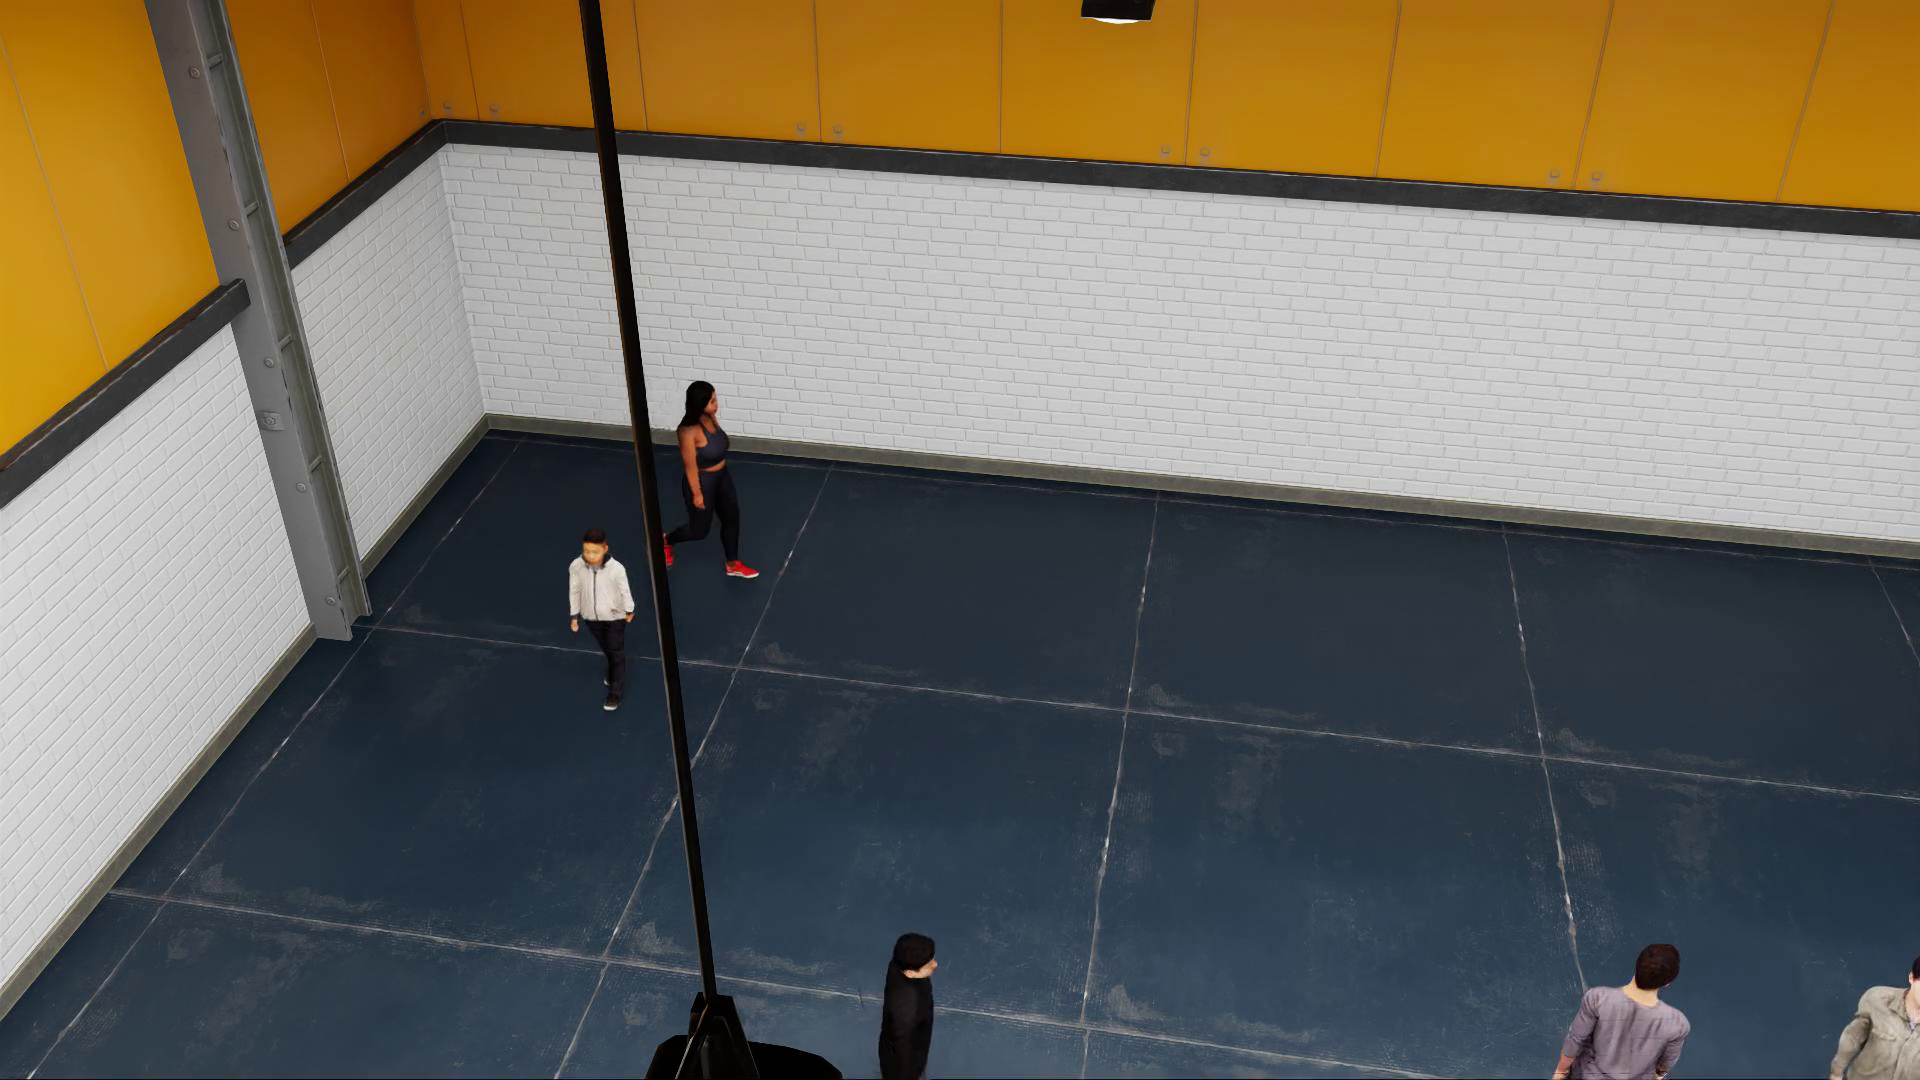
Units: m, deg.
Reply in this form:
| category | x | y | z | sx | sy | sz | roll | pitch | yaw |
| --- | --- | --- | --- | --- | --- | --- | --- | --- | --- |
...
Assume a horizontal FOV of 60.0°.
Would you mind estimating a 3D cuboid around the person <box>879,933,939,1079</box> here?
| category | x | y | z | sx | sy | sz | roll | pitch | yaw |
| --- | --- | --- | --- | --- | --- | --- | --- | --- | --- |
| person | -0.321 | 2.672 | 8.747 | 0.827 | 1.705 | 0.701 | -6 | 34 | -9 |

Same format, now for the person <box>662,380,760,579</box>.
| category | x | y | z | sx | sy | sz | roll | pitch | yaw |
| --- | --- | --- | --- | --- | --- | --- | --- | --- | --- |
| person | -2.116 | -0.460 | 13.382 | 0.906 | 1.789 | 1.092 | 13 | 36 | 19 |

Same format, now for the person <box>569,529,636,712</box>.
| category | x | y | z | sx | sy | sz | roll | pitch | yaw |
| --- | --- | --- | --- | --- | --- | --- | --- | --- | --- |
| person | -2.612 | 0.488 | 12.285 | 0.580 | 1.426 | 0.840 | 6 | 34 | 8 |

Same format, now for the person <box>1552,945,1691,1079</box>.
| category | x | y | z | sx | sy | sz | roll | pitch | yaw |
| --- | --- | --- | --- | --- | --- | --- | --- | --- | --- |
| person | 3.286 | 2.816 | 8.425 | 0.822 | 1.821 | 0.896 | 17 | 37 | 23 |
